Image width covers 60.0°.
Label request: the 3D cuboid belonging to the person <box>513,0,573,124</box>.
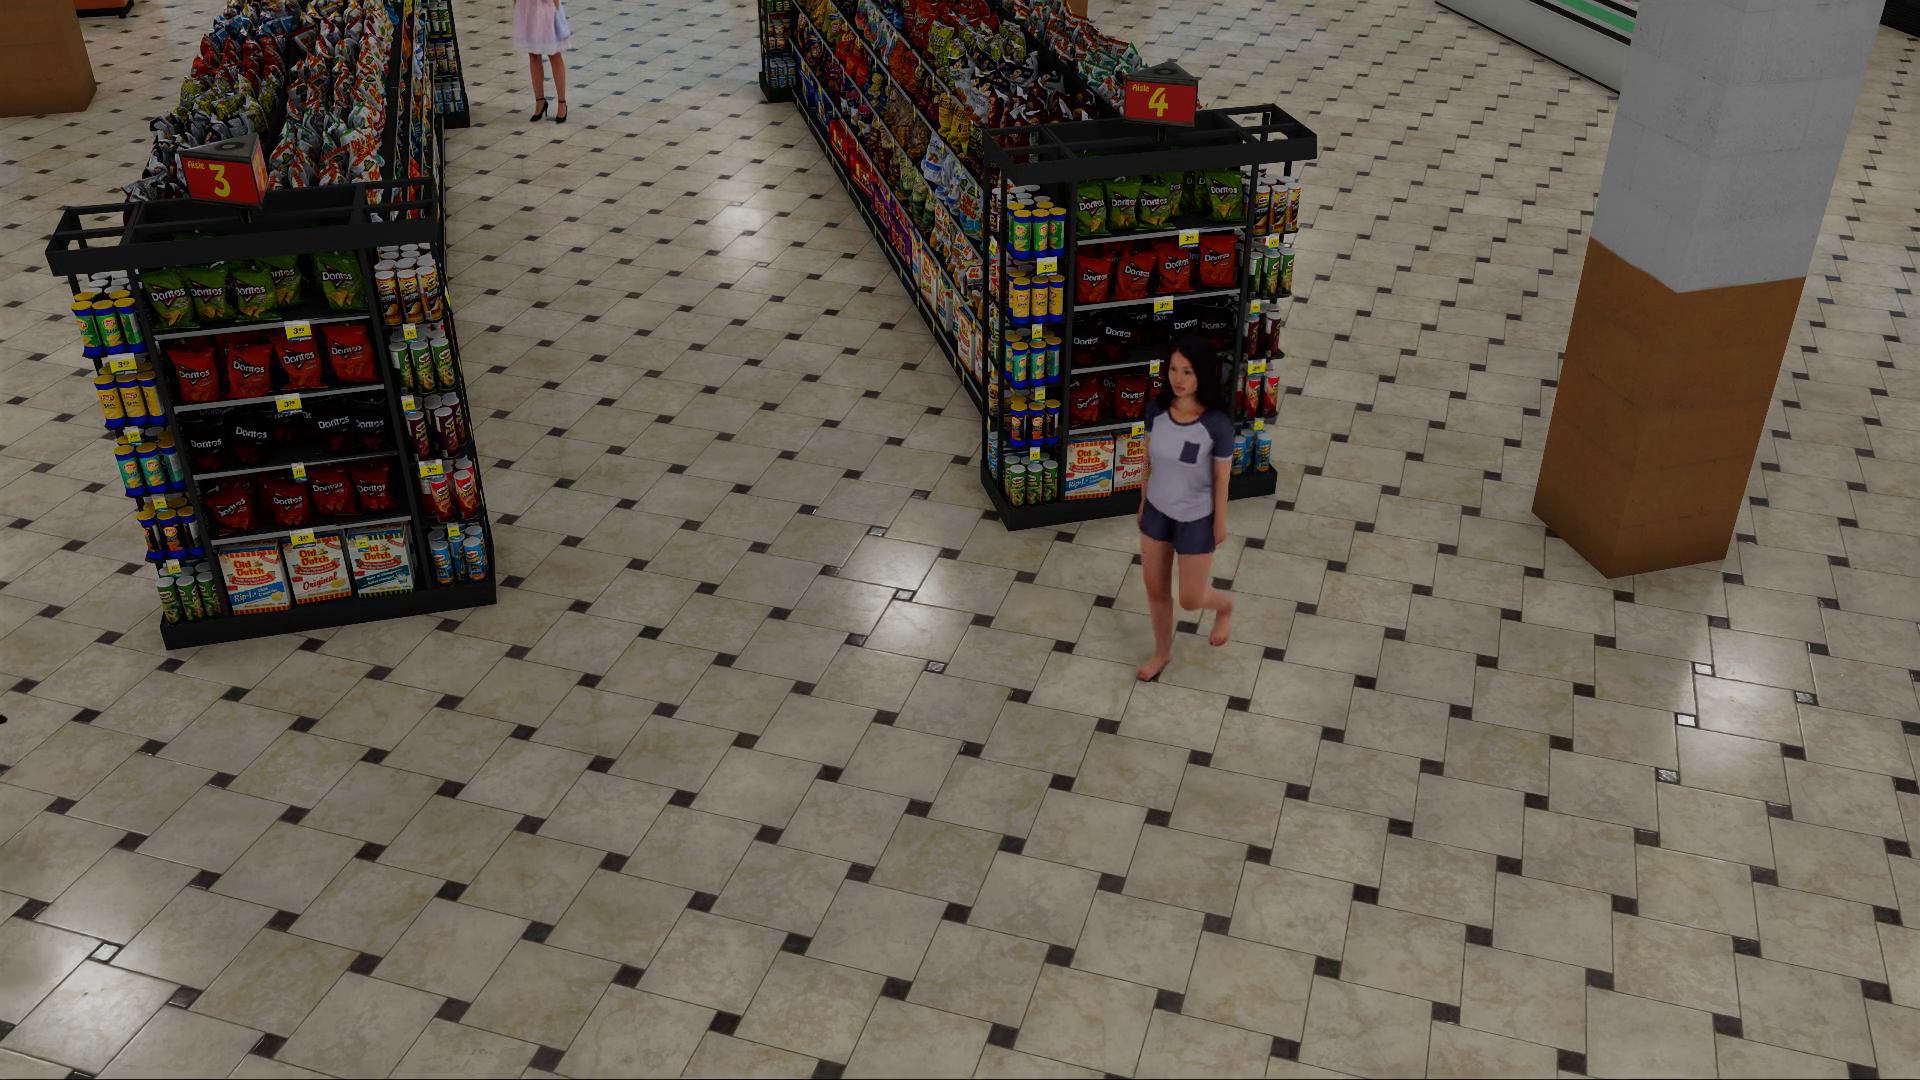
[{"bbox_3d":[-3.577,-4.474,14.154,0.845,1.818,0.890,9,33,15],"label":"person"}]

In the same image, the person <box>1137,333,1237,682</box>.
[{"bbox_3d":[1.022,-0.151,7.326,0.809,1.692,0.847,24,39,33],"label":"person"}]
